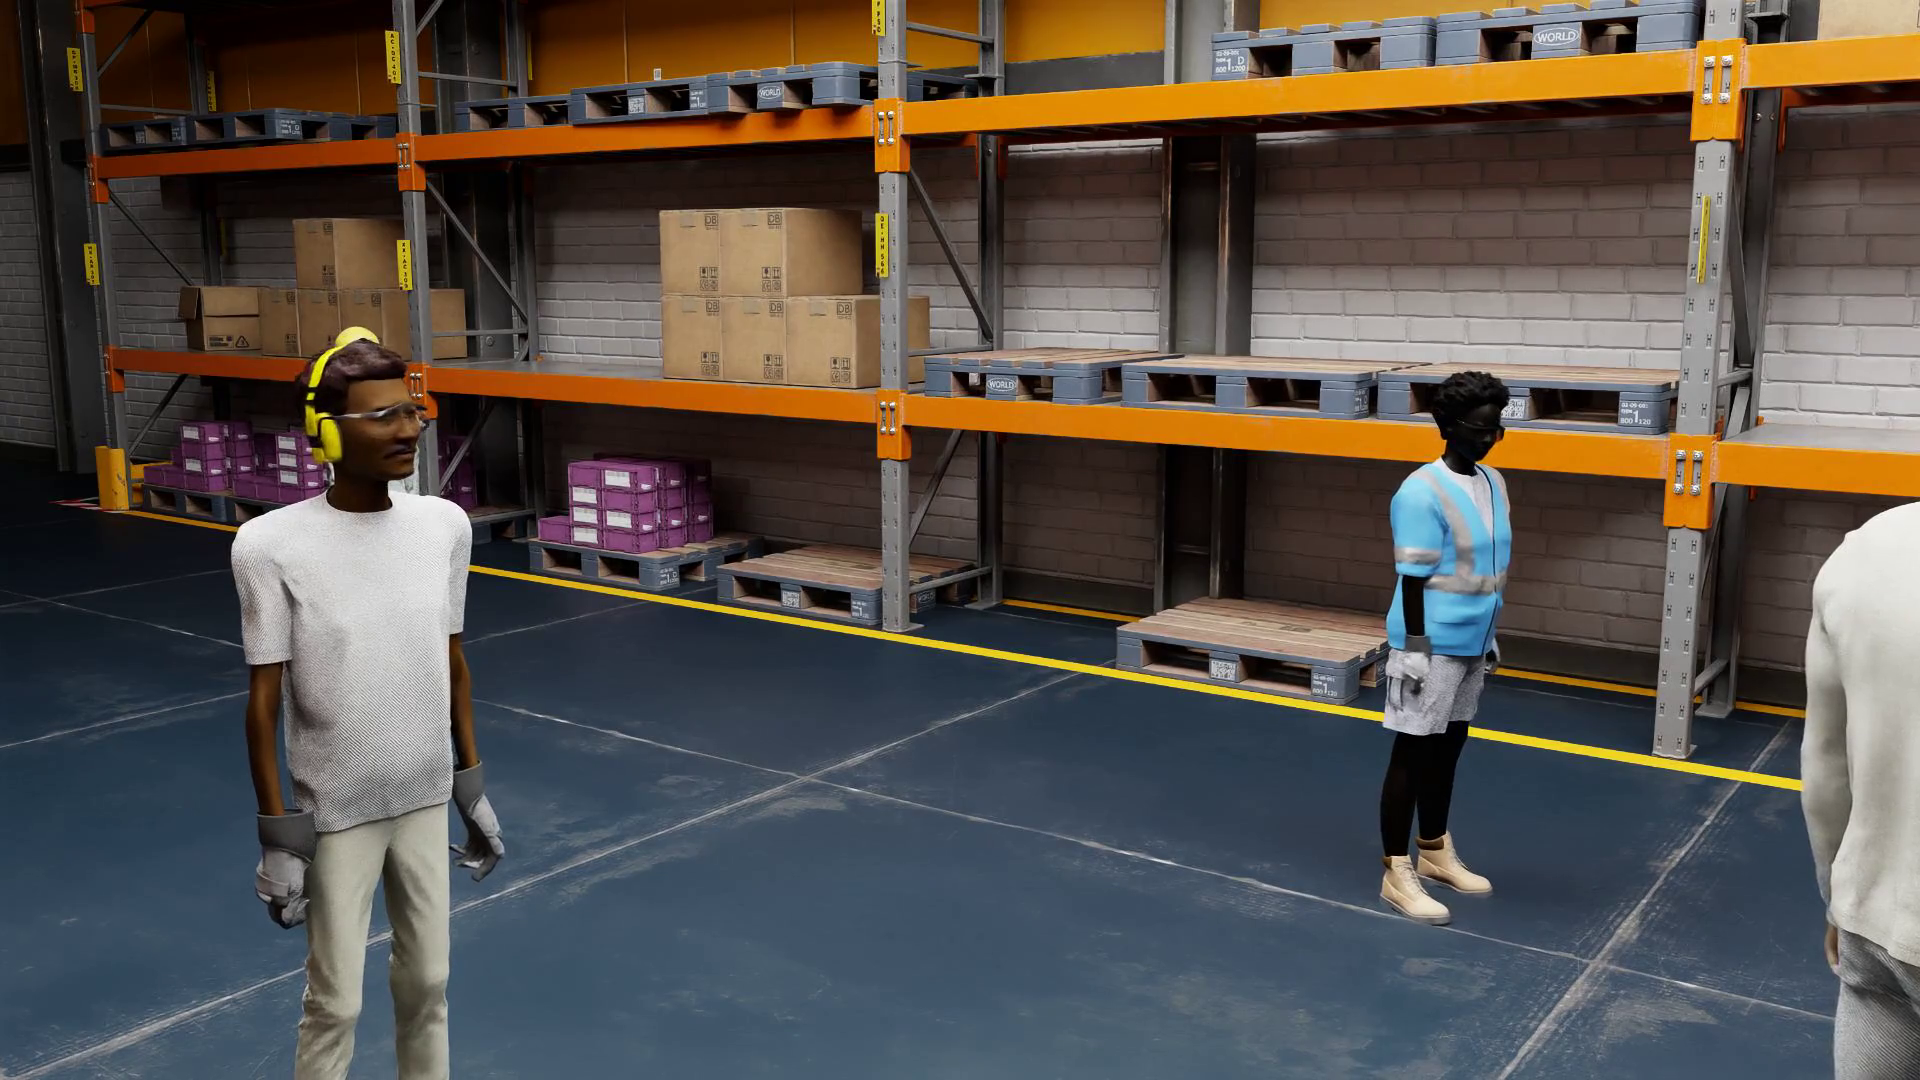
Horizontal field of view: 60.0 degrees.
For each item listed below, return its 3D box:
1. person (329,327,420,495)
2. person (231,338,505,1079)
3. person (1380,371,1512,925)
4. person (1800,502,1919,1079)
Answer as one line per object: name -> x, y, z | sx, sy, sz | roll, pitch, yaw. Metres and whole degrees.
person -> -2.561, -0.053, 7.256 | 0.313, 1.739, 0.484 | 5, 11, 29
person -> -1.151, 0.548, 3.316 | 0.328, 1.862, 0.515 | 8, 12, 39
person -> 1.513, 0.319, 5.168 | 0.535, 1.694, 0.321 | -9, 13, -44
person -> 1.540, 0.640, 2.532 | 0.364, 1.939, 0.636 | -2, 10, -10
